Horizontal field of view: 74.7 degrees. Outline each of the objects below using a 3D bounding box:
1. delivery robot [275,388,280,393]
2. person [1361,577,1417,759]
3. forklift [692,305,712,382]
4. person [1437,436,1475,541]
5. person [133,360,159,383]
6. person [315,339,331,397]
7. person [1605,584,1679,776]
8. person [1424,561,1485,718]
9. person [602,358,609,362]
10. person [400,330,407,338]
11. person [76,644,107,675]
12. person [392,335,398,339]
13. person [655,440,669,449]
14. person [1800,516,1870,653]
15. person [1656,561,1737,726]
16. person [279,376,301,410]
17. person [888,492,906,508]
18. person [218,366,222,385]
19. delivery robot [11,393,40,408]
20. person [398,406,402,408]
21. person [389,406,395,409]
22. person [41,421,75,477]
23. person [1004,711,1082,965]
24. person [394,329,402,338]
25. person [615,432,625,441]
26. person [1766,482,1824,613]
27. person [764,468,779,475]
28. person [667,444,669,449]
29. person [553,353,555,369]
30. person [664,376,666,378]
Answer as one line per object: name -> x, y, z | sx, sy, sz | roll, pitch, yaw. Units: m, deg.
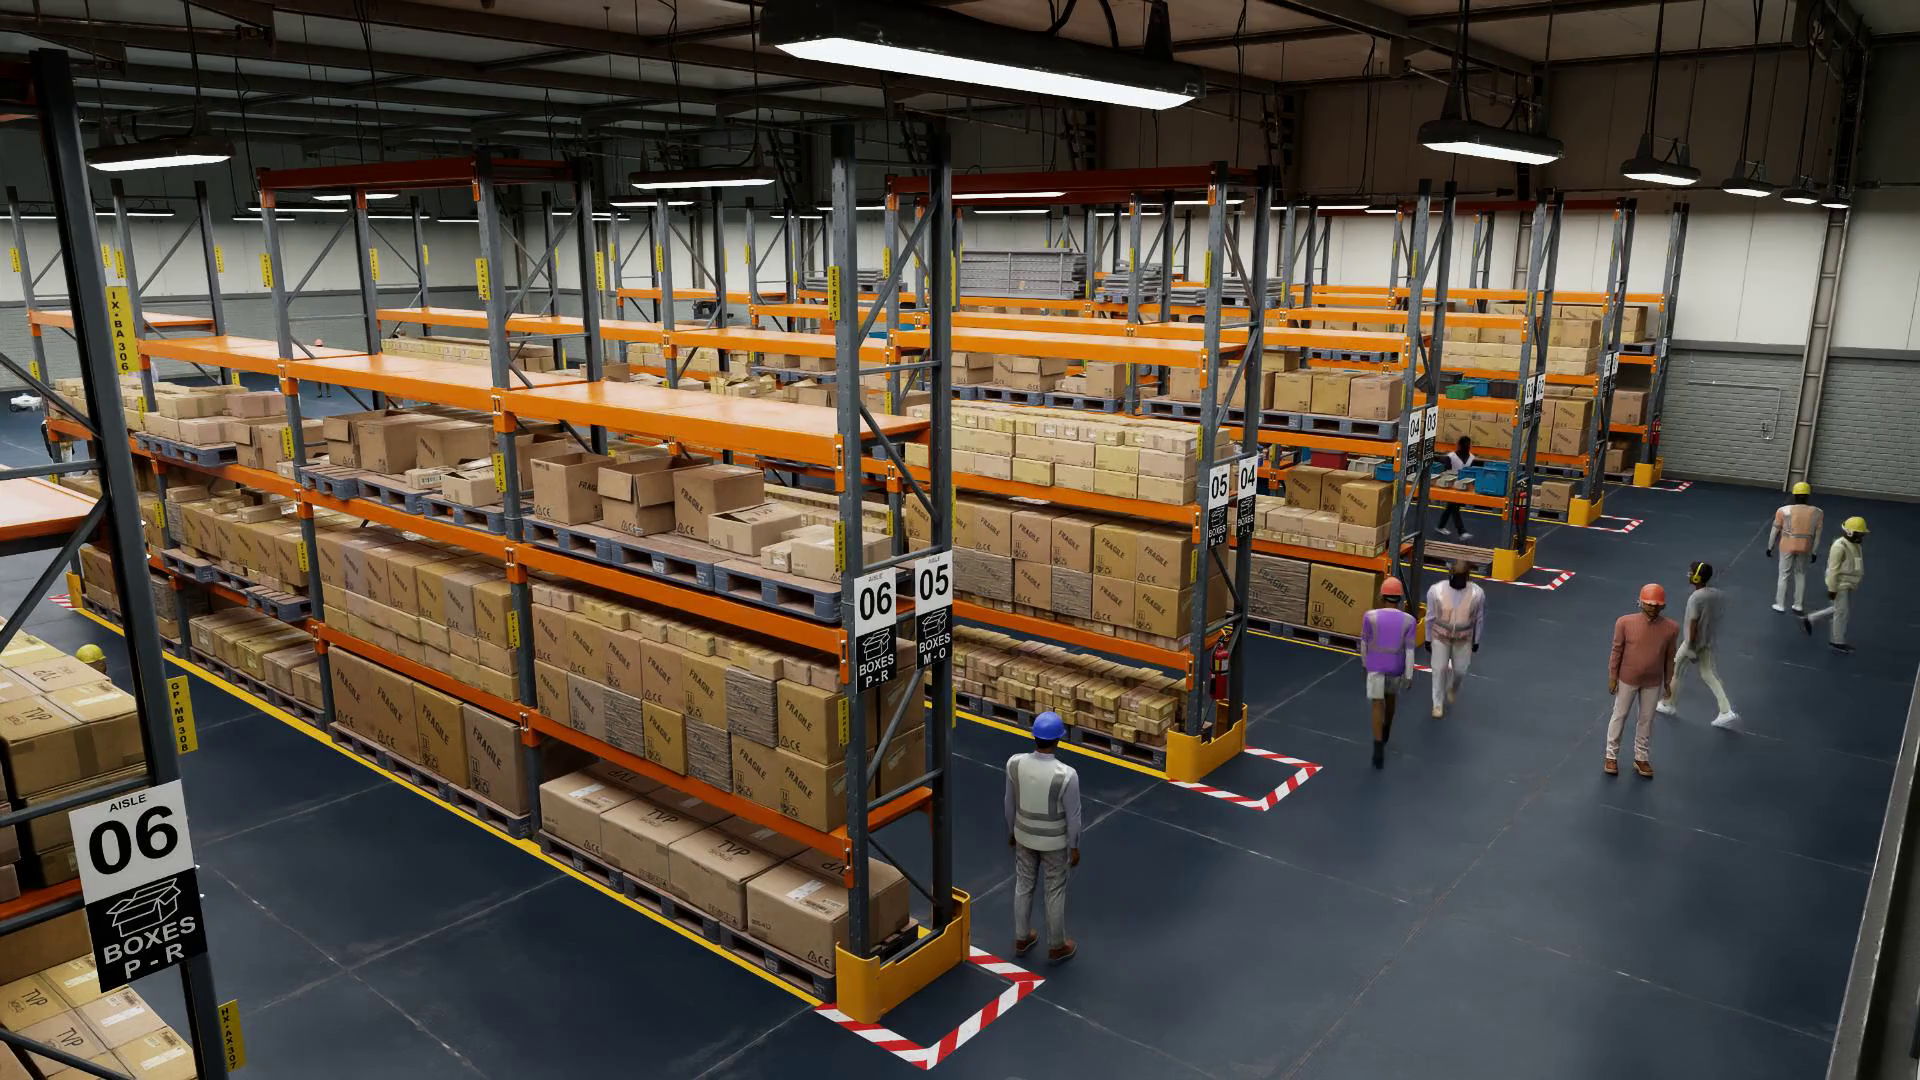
delivery robot -> -21.880, -4.737, 40.312 | 0.335, 0.223, 0.698 | -4, 14, -17
person -> 4.484, 1.332, 13.234 | 0.533, 1.895, 1.010 | 3, 14, 12
forklift -> -9.511, -7.392, 47.124 | 1.873, 2.768, 1.129 | 11, 17, 38
person -> 8.990, -0.950, 22.666 | 0.612, 1.858, 1.029 | -6, 15, -22
person -> -24.993, -4.877, 38.741 | 0.464, 1.889, 0.678 | 7, 15, 25
person -> -21.455, -5.771, 42.326 | 0.543, 1.939, 0.361 | -5, 14, -19
person -> 6.873, 1.400, 12.713 | 0.608, 1.995, 0.377 | 3, 14, 11
person -> 5.590, 1.099, 14.299 | 0.630, 1.828, 0.530 | 5, 14, 18
person -> -10.461, -4.521, 37.480 | 0.934, 1.807, 0.511 | -2, 14, -9
person -> -22.236, -7.590, 50.449 | 0.473, 1.622, 0.531 | -3, 14, -12
person -> -7.910, 1.803, 11.603 | 0.483, 1.737, 0.320 | 3, 14, 12
person -> -21.340, -6.952, 47.751 | 0.546, 1.663, 0.689 | -4, 14, -17
person -> -5.412, -1.164, 23.379 | 0.551, 1.936, 0.360 | -3, 14, -13
person -> 11.562, 0.550, 16.597 | 0.602, 1.808, 0.659 | -10, 17, -37
person -> 8.309, 1.146, 14.094 | 0.499, 1.839, 0.932 | -7, 15, -26
person -> -20.866, -5.002, 39.165 | 0.354, 1.937, 0.635 | 10, 17, 35
person -> -0.896, 0.214, 17.792 | 0.639, 1.902, 0.407 | -2, 14, -10
person -> -24.433, -5.499, 41.644 | 0.831, 1.735, 0.533 | 1, 14, 4
delivery robot -> -29.003, -4.306, 39.078 | 0.707, 0.478, 0.477 | -2, 14, -8
person -> -16.702, -4.459, 37.140 | 0.627, 1.840, 0.429 | 0, 14, -2
person -> -15.772, -3.896, 34.630 | 0.941, 1.923, 0.631 | 7, 15, 27
person -> -19.124, -1.934, 26.776 | 0.431, 1.836, 0.619 | 2, 14, 8
person -> 0.631, 2.217, 9.449 | 0.615, 1.945, 0.404 | 8, 16, 30
person -> -22.325, -7.507, 49.931 | 0.873, 1.723, 0.527 | 1, 14, 3
person -> -7.702, -2.469, 28.846 | 0.430, 1.888, 0.667 | -4, 14, -15
person -> 12.023, 0.112, 18.173 | 0.604, 1.917, 0.411 | 4, 14, 15
person -> -4.337, -2.326, 28.668 | 0.529, 1.694, 0.321 | -5, 15, -20
person -> -4.934, -0.786, 22.077 | 1.002, 1.836, 0.584 | 10, 17, 35
person -> -13.111, -5.214, 40.639 | 0.886, 1.649, 0.543 | 11, 17, 38
person -> -8.917, -4.522, 37.264 | 0.551, 1.907, 0.432 | 0, 14, 1
